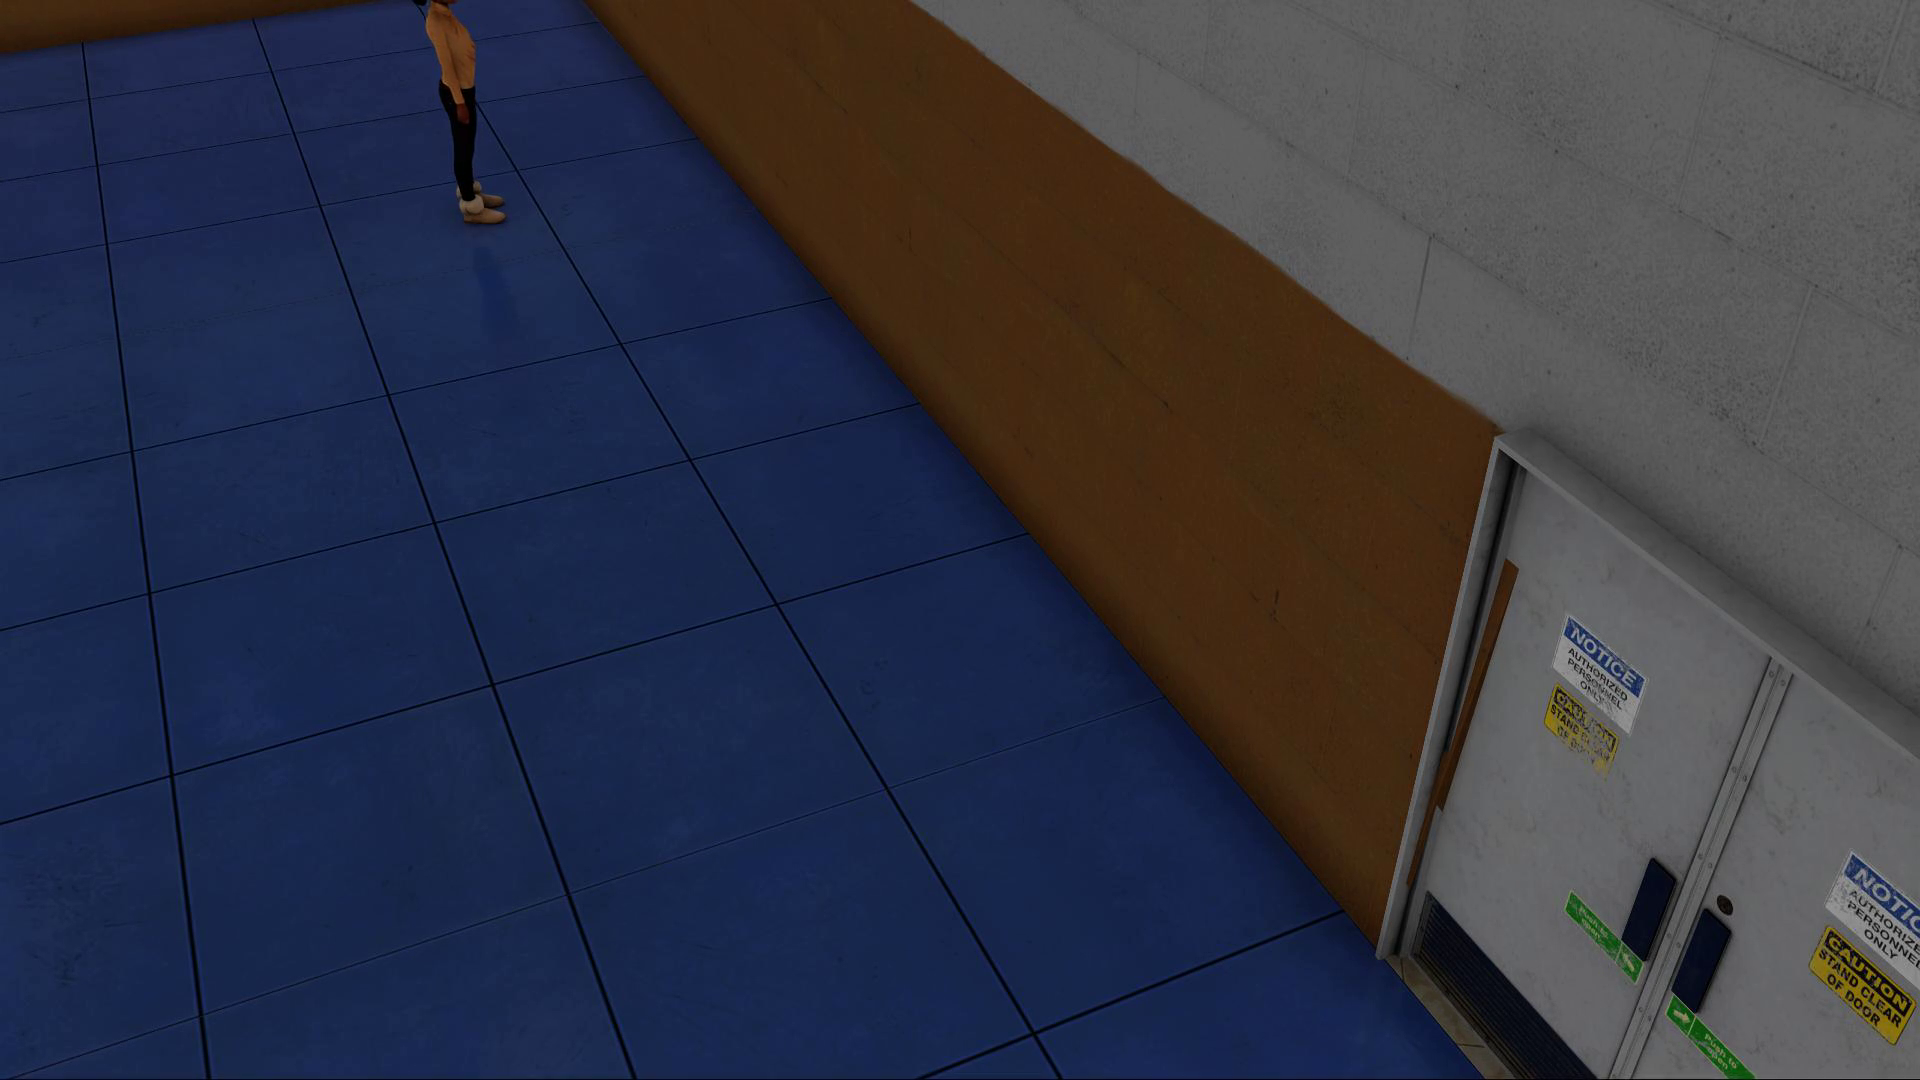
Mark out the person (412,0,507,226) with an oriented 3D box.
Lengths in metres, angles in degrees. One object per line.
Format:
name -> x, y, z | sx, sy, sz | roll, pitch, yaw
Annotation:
person -> -3.219, -2.850, 10.636 | 0.628, 1.660, 0.631 | -8, 38, -10
